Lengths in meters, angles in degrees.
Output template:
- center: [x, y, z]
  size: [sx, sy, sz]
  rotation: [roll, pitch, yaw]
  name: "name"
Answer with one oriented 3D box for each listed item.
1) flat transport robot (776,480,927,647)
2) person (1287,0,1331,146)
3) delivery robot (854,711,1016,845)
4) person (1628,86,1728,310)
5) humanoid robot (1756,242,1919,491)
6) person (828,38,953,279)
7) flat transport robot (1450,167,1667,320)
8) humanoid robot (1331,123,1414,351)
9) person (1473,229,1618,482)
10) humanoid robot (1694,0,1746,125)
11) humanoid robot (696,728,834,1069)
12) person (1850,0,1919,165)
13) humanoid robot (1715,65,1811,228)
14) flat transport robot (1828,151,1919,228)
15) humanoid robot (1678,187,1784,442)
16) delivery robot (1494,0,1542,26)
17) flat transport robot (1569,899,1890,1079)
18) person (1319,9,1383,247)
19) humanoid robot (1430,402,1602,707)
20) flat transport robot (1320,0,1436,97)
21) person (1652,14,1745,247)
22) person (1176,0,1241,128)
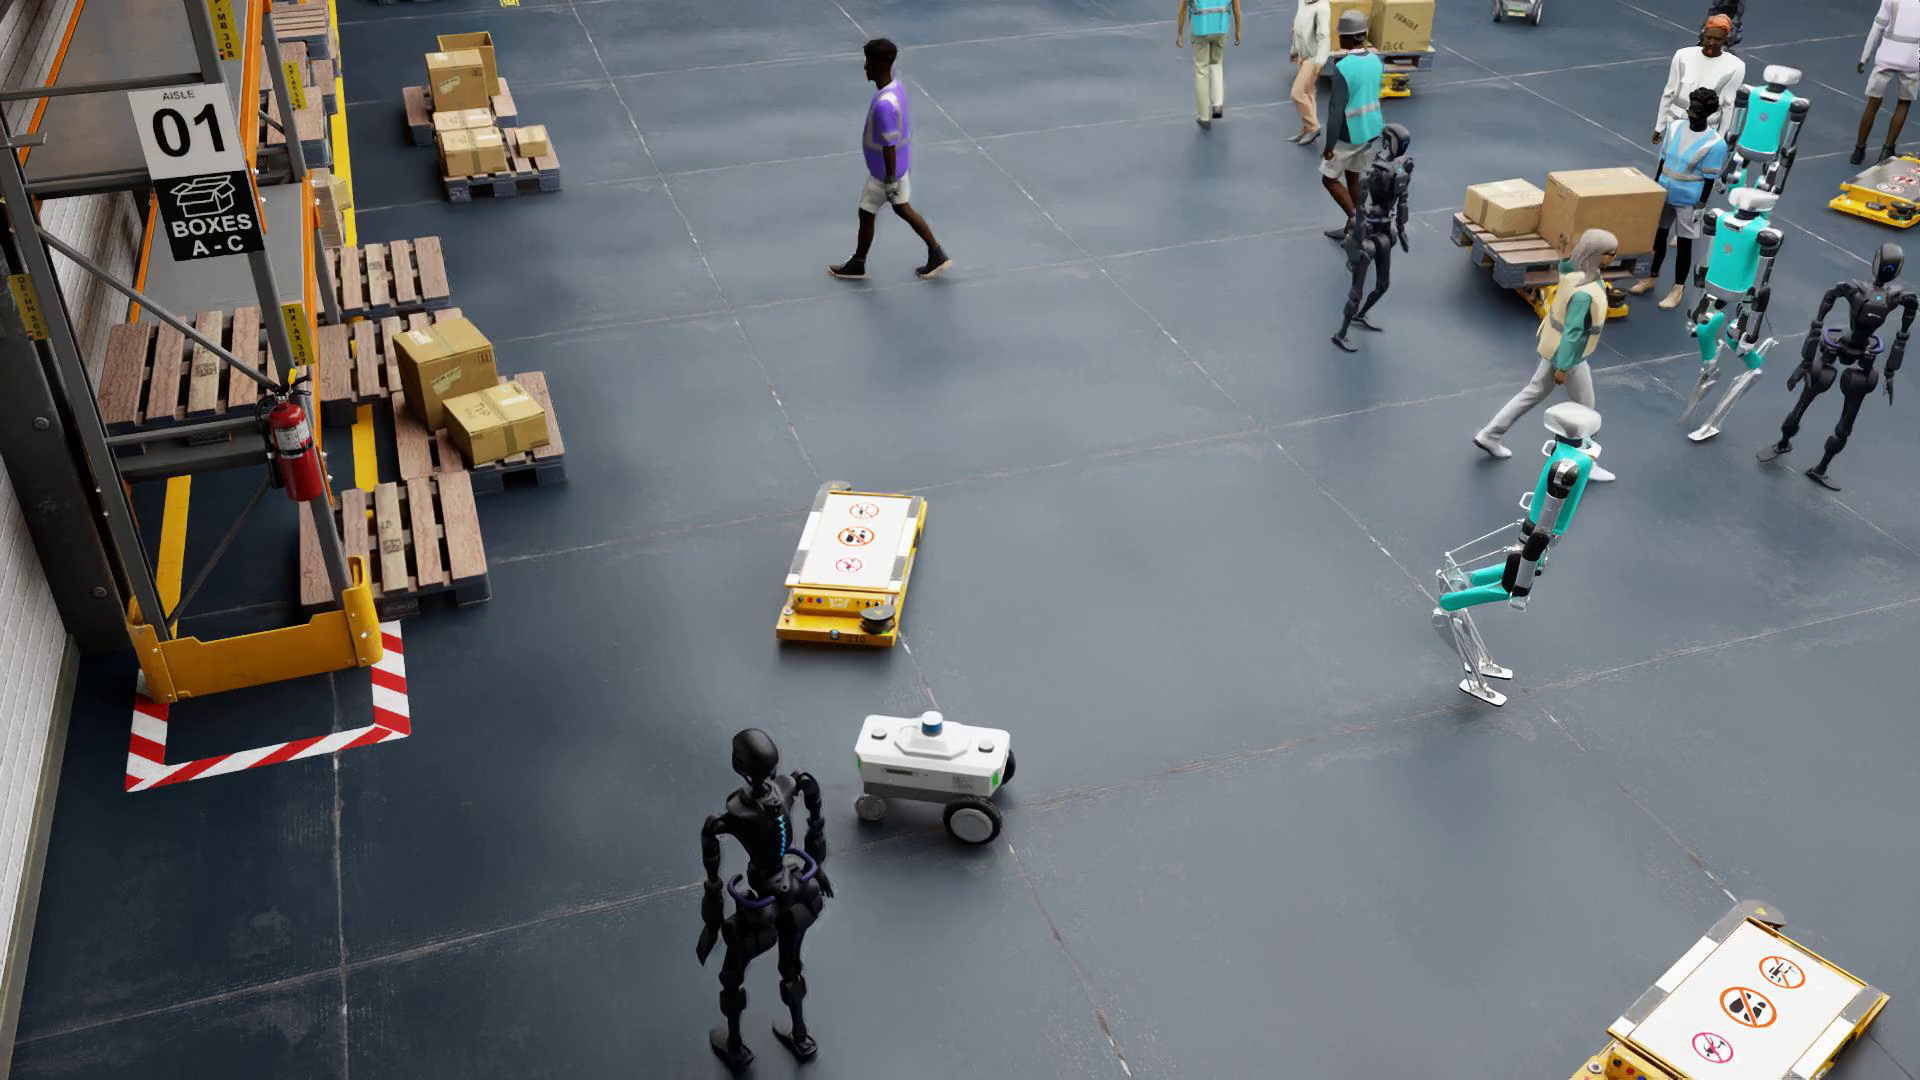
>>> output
- center: [-0.606, 0.115, 9.682]
  size: [0.659, 0.231, 1.431]
  rotation: [4, 33, 5]
  name: "flat transport robot"
- center: [3.213, -4.470, 15.439]
  size: [0.426, 1.653, 0.499]
  rotation: [-7, 34, -11]
  name: "person"
- center: [-0.119, 1.079, 7.936]
  size: [0.784, 0.589, 0.499]
  rotation: [6, 34, 9]
  name: "delivery robot"
- center: [5.413, -2.576, 12.506]
  size: [0.318, 1.693, 0.533]
  rotation: [-16, 36, -23]
  name: "person"
- center: [5.457, -1.101, 10.263]
  size: [0.603, 1.648, 0.466]
  rotation: [9, 34, 13]
  name: "humanoid robot"
- center: [-0.527, -2.908, 12.802]
  size: [0.966, 1.931, 0.614]
  rotation: [5, 33, 7]
  name: "person"
- center: [4.613, -2.113, 13.099]
  size: [0.659, 0.231, 1.431]
  rotation: [-5, 33, -8]
  name: "flat transport robot"
- center: [2.970, -2.216, 11.963]
  size: [0.589, 1.634, 0.390]
  rotation: [-25, 41, -33]
  name: "humanoid robot"
- center: [3.753, -1.176, 10.374]
  size: [0.870, 1.669, 0.493]
  rotation: [7, 34, 10]
  name: "person"
- center: [7.229, -4.742, 15.854]
  size: [0.327, 1.652, 0.601]
  rotation: [-3, 33, -4]
  name: "humanoid robot"
- center: [-0.774, 1.370, 6.459]
  size: [0.609, 1.648, 0.420]
  rotation: [-26, 41, -34]
  name: "humanoid robot"
- center: [8.442, -4.318, 14.971]
  size: [0.629, 1.922, 0.418]
  rotation: [20, 38, 28]
  name: "person"
- center: [6.167, -2.807, 12.836]
  size: [0.547, 1.809, 0.684]
  rotation: [27, 41, 34]
  name: "humanoid robot"
- center: [8.271, -3.073, 14.572]
  size: [1.431, 0.231, 0.659]
  rotation: [-26, 41, -34]
  name: "flat transport robot"
- center: [5.019, -1.402, 10.725]
  size: [0.661, 1.862, 0.544]
  rotation: [-17, 37, -24]
  name: "humanoid robot"
- center: [6.518, -6.304, 19.249]
  size: [0.499, 0.576, 0.768]
  rotation: [15, 36, 21]
  name: "delivery robot"
- center: [3.143, 2.021, 6.759]
  size: [1.431, 0.231, 0.659]
  rotation: [-26, 41, -33]
  name: "flat transport robot"
- center: [3.173, -3.278, 13.396]
  size: [0.615, 1.903, 0.616]
  rotation: [-24, 40, -32]
  name: "person"
- center: [2.695, 0.034, 8.344]
  size: [0.735, 1.674, 0.533]
  rotation: [17, 37, 24]
  name: "humanoid robot"
- center: [4.178, -4.937, 17.430]
  size: [0.659, 0.231, 1.431]
  rotation: [-3, 33, -5]
  name: "flat transport robot"
- center: [5.929, -3.315, 13.472]
  size: [0.577, 1.879, 0.351]
  rotation: [24, 40, 32]
  name: "person"
- center: [2.365, -4.845, 15.861]
  size: [0.610, 1.821, 0.468]
  rotation: [-5, 33, -7]
  name: "person"
